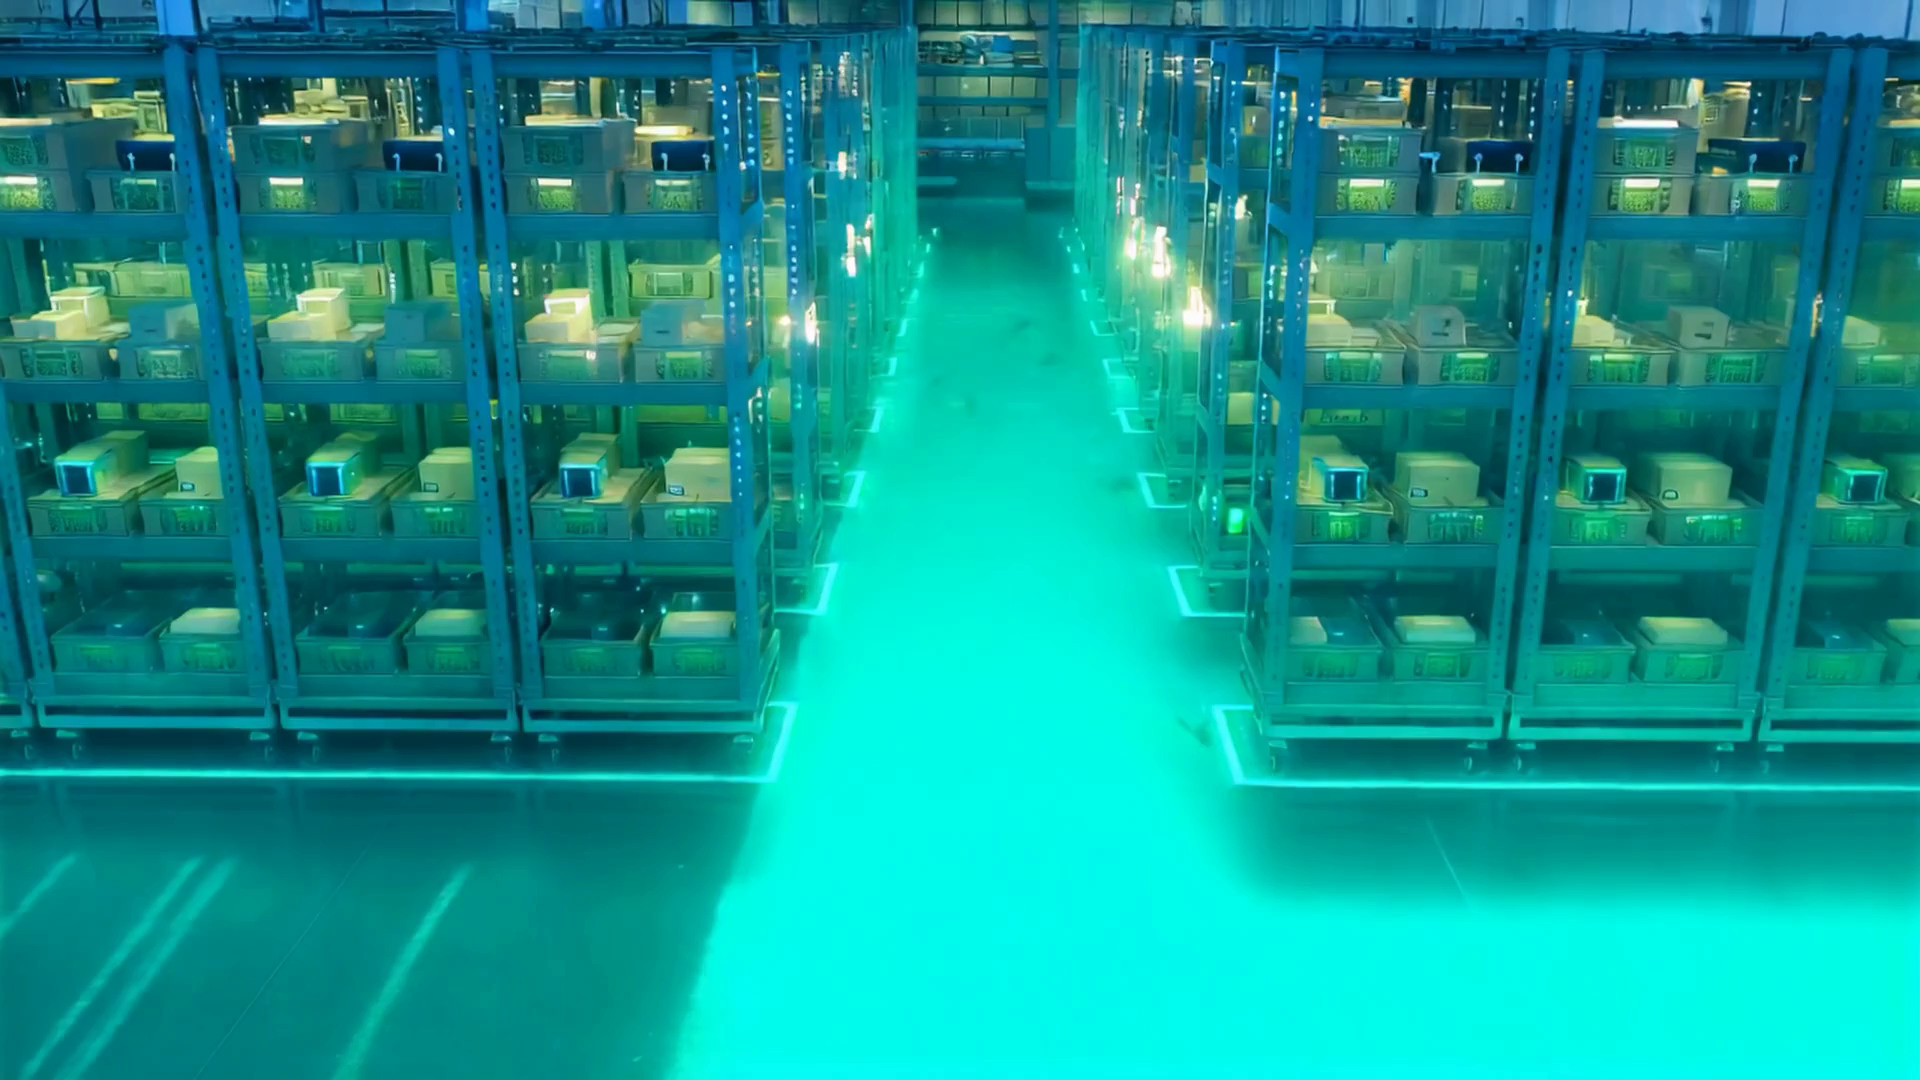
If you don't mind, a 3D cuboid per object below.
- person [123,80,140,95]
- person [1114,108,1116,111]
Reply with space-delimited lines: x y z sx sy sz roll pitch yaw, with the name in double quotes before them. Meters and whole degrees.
"person" -26.765 -14.007 54.060 0.657 1.791 0.941 2 18 6
"person" 4.143 -11.135 44.959 0.317 1.767 0.534 1 17 3
